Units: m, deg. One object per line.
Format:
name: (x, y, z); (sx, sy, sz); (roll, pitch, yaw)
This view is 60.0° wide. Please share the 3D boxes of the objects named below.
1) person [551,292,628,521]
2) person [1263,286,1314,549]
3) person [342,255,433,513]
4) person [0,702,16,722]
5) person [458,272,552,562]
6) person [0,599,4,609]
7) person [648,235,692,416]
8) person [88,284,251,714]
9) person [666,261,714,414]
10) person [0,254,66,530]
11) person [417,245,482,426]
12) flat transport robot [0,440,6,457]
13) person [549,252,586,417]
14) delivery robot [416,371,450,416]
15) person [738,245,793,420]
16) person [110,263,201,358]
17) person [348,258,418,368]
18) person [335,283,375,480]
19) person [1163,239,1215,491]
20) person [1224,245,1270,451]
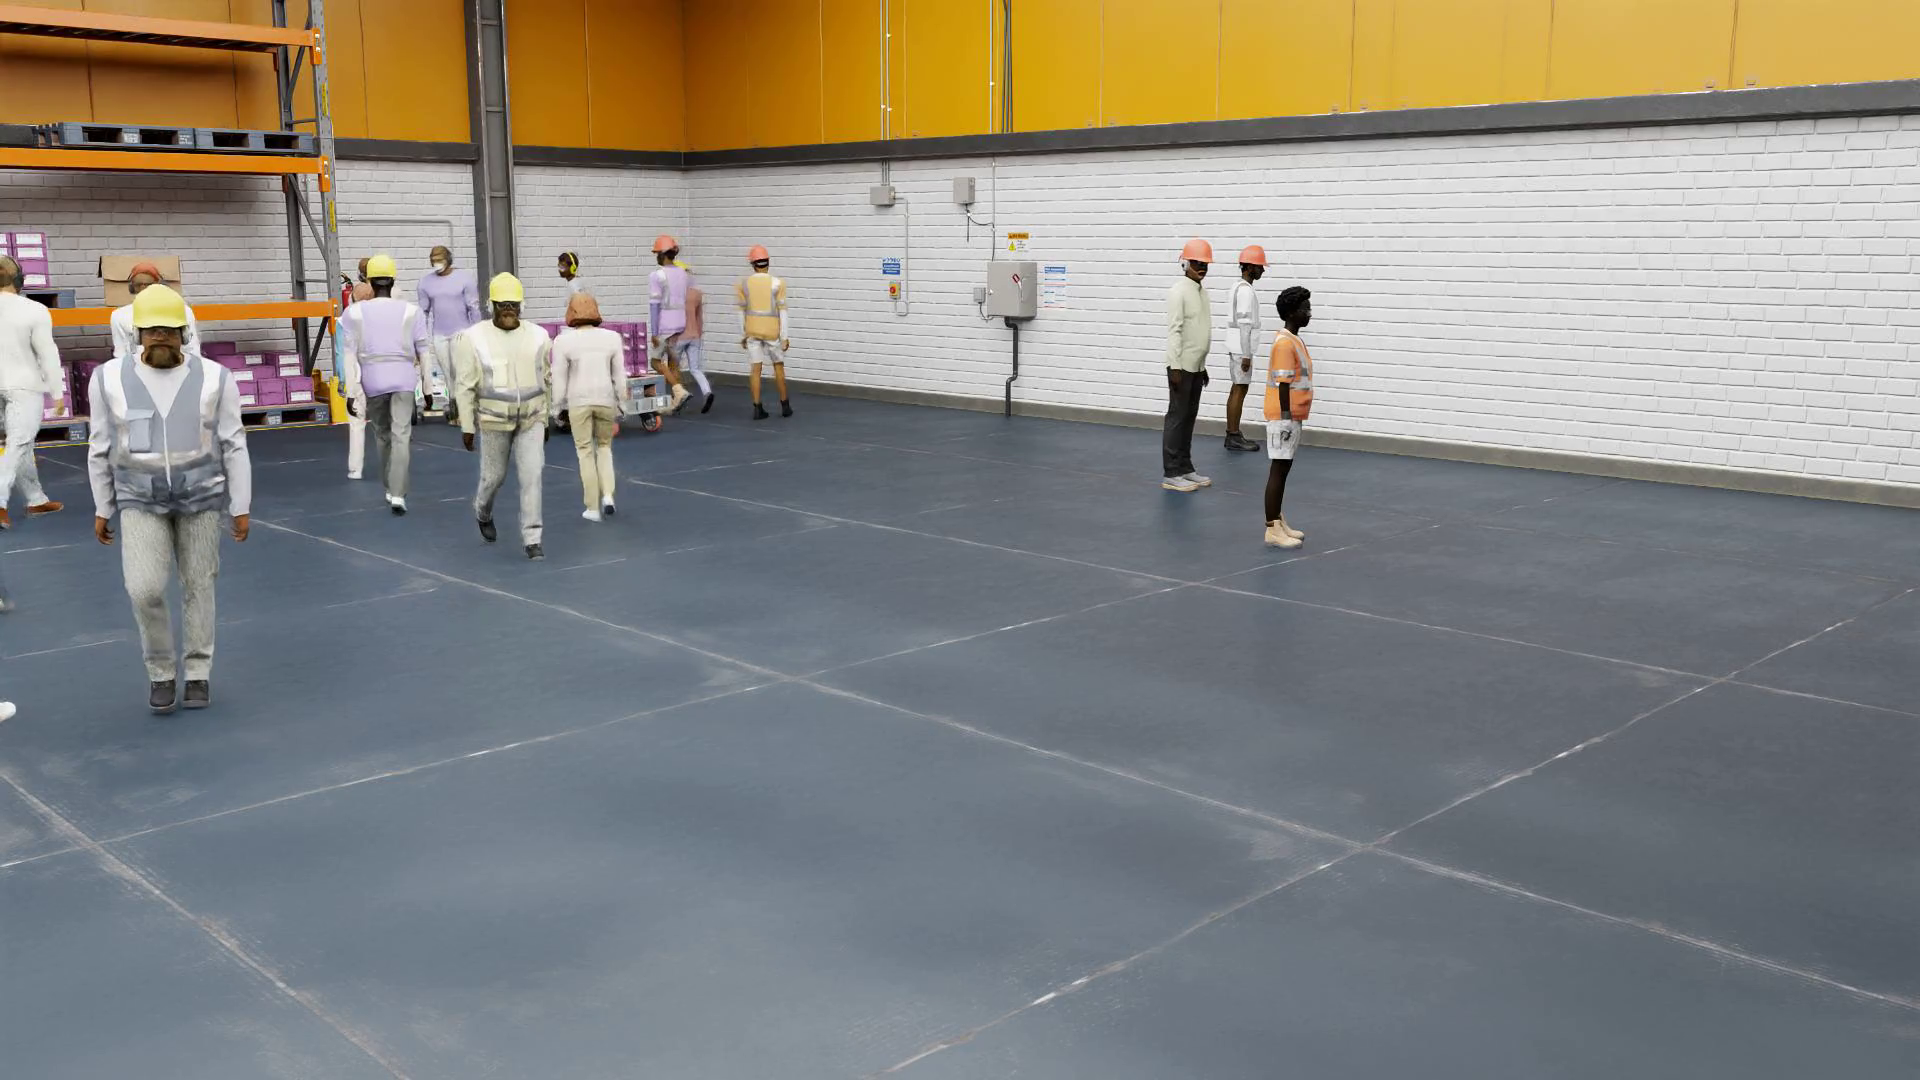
person: (-2.633, -0.942, 11.807); (0.532, 1.617, 0.339); (-6, 12, -29)
person: (2.144, -0.803, 10.861); (0.316, 1.695, 0.540); (3, 11, 16)
person: (-4.219, -1.155, 12.292); (0.609, 1.884, 1.002); (-3, 11, -16)
person: (-4.083, -0.067, 6.491); (0.516, 1.838, 0.868); (-2, 11, -8)
person: (-2.884, -0.787, 10.519); (0.603, 1.805, 0.781); (-6, 12, -28)
person: (-5.496, -0.460, 8.442); (1.068, 1.900, 0.586); (-8, 13, -39)
person: (-3.216, -2.380, 18.554); (0.531, 2.026, 0.614); (8, 13, 37)
person: (-3.316, -0.159, 7.012); (0.625, 1.815, 0.515); (-5, 11, -25)
person: (-3.048, -2.256, 18.681); (0.539, 1.737, 0.719); (-10, 14, -42)
person: (-6.637, -1.035, 11.604); (0.644, 1.901, 0.993); (1, 10, 5)
person: (-5.405, -2.143, 17.556); (0.663, 1.917, 0.570); (0, 10, 2)
flat transport robot: (-8.755, -0.678, 14.068); (0.652, 0.197, 1.431); (10, 14, 42)
person: (-4.316, -2.251, 18.400); (0.916, 1.820, 0.621); (-1, 10, -5)
delivery robot: (-5.698, -1.584, 17.980); (0.477, 0.478, 0.707); (-3, 11, -16)
person: (-2.147, -2.298, 18.459); (0.573, 1.901, 0.709); (1, 10, 5)
person: (-5.842, -1.102, 12.152); (0.588, 1.828, 1.039); (-4, 11, -21)
person: (-5.584, -1.814, 16.110); (0.590, 1.791, 0.867); (-5, 12, -26)
person: (-4.904, -1.310, 13.816); (0.525, 1.626, 0.323); (-7, 12, -32)
person: (1.842, -1.399, 13.304); (0.392, 1.991, 0.612); (6, 12, 30)
person: (2.702, -1.799, 15.666); (0.380, 1.929, 0.540); (0, 10, 1)
